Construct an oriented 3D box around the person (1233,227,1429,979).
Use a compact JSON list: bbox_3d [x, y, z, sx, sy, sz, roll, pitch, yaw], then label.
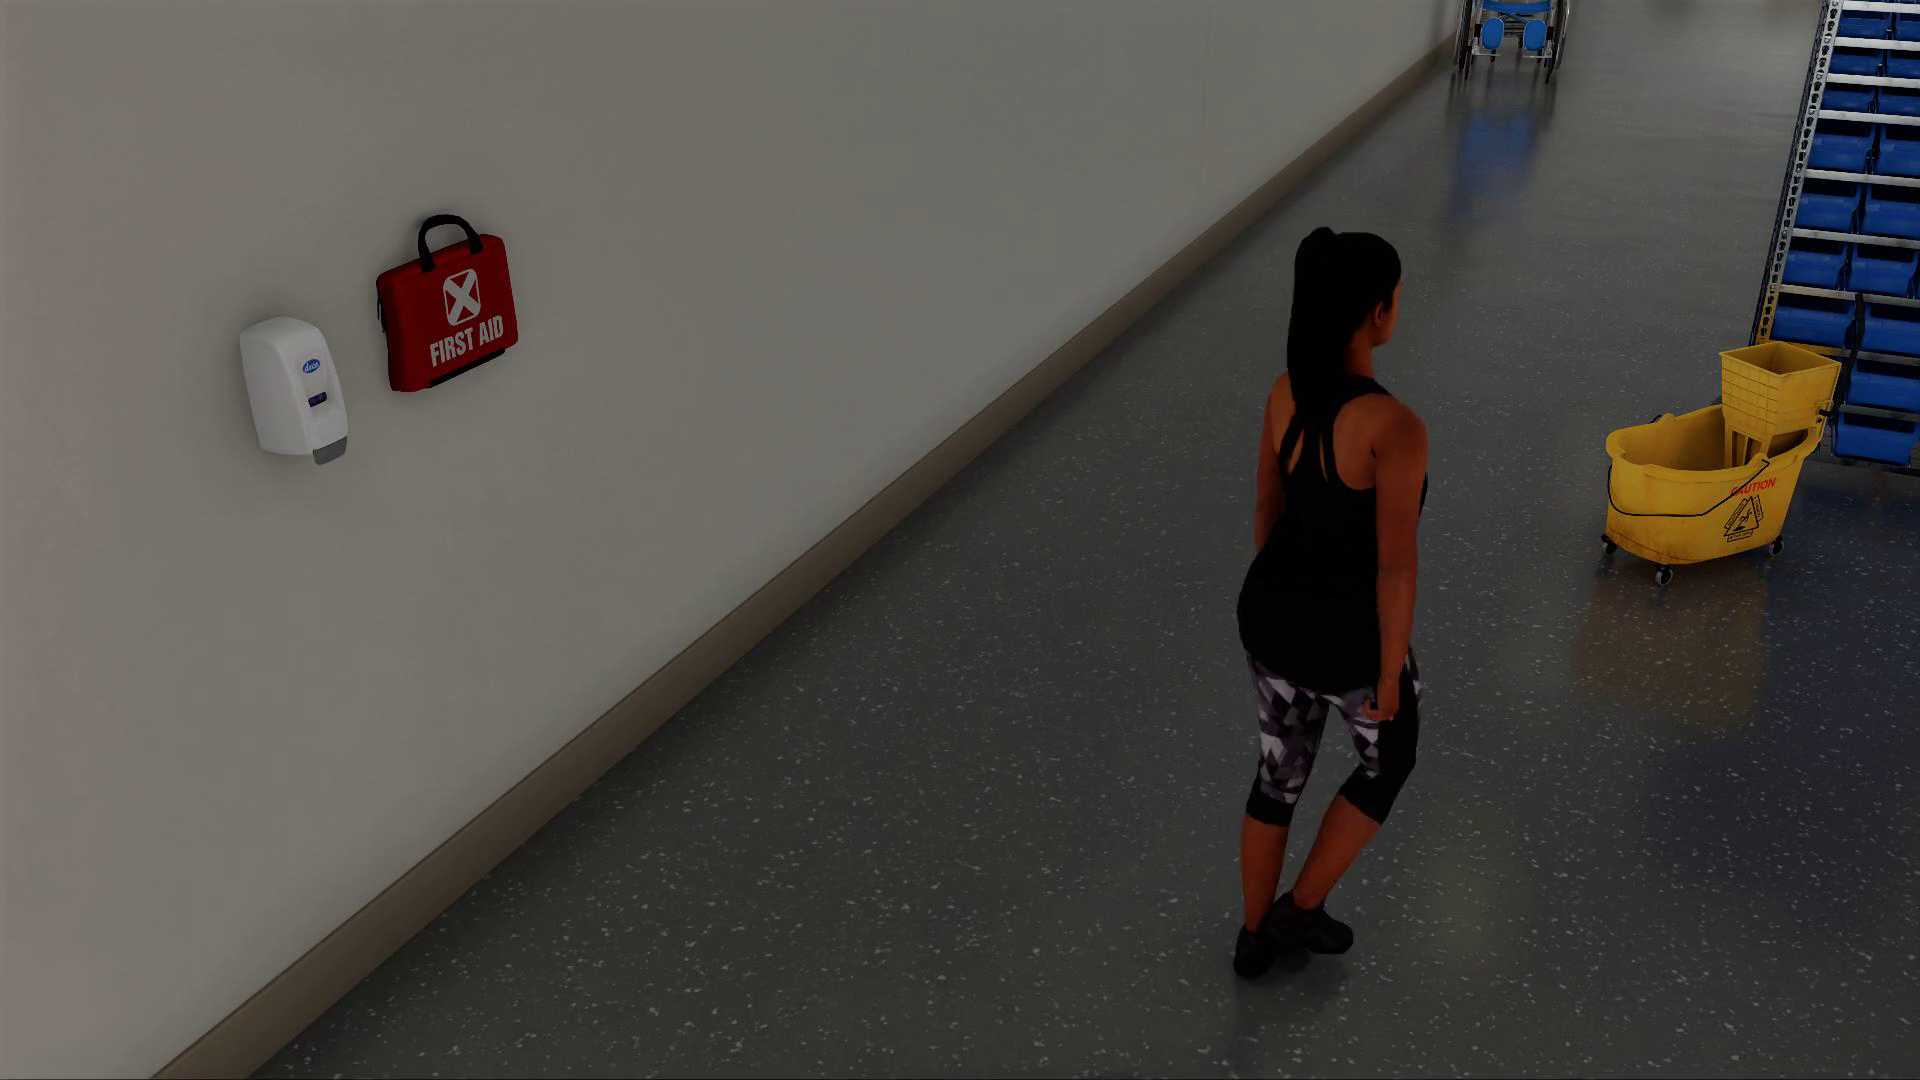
[{"bbox_3d":[0.677,0.201,3.338,0.764,1.656,0.669,-17,31,-32],"label":"person"}]
